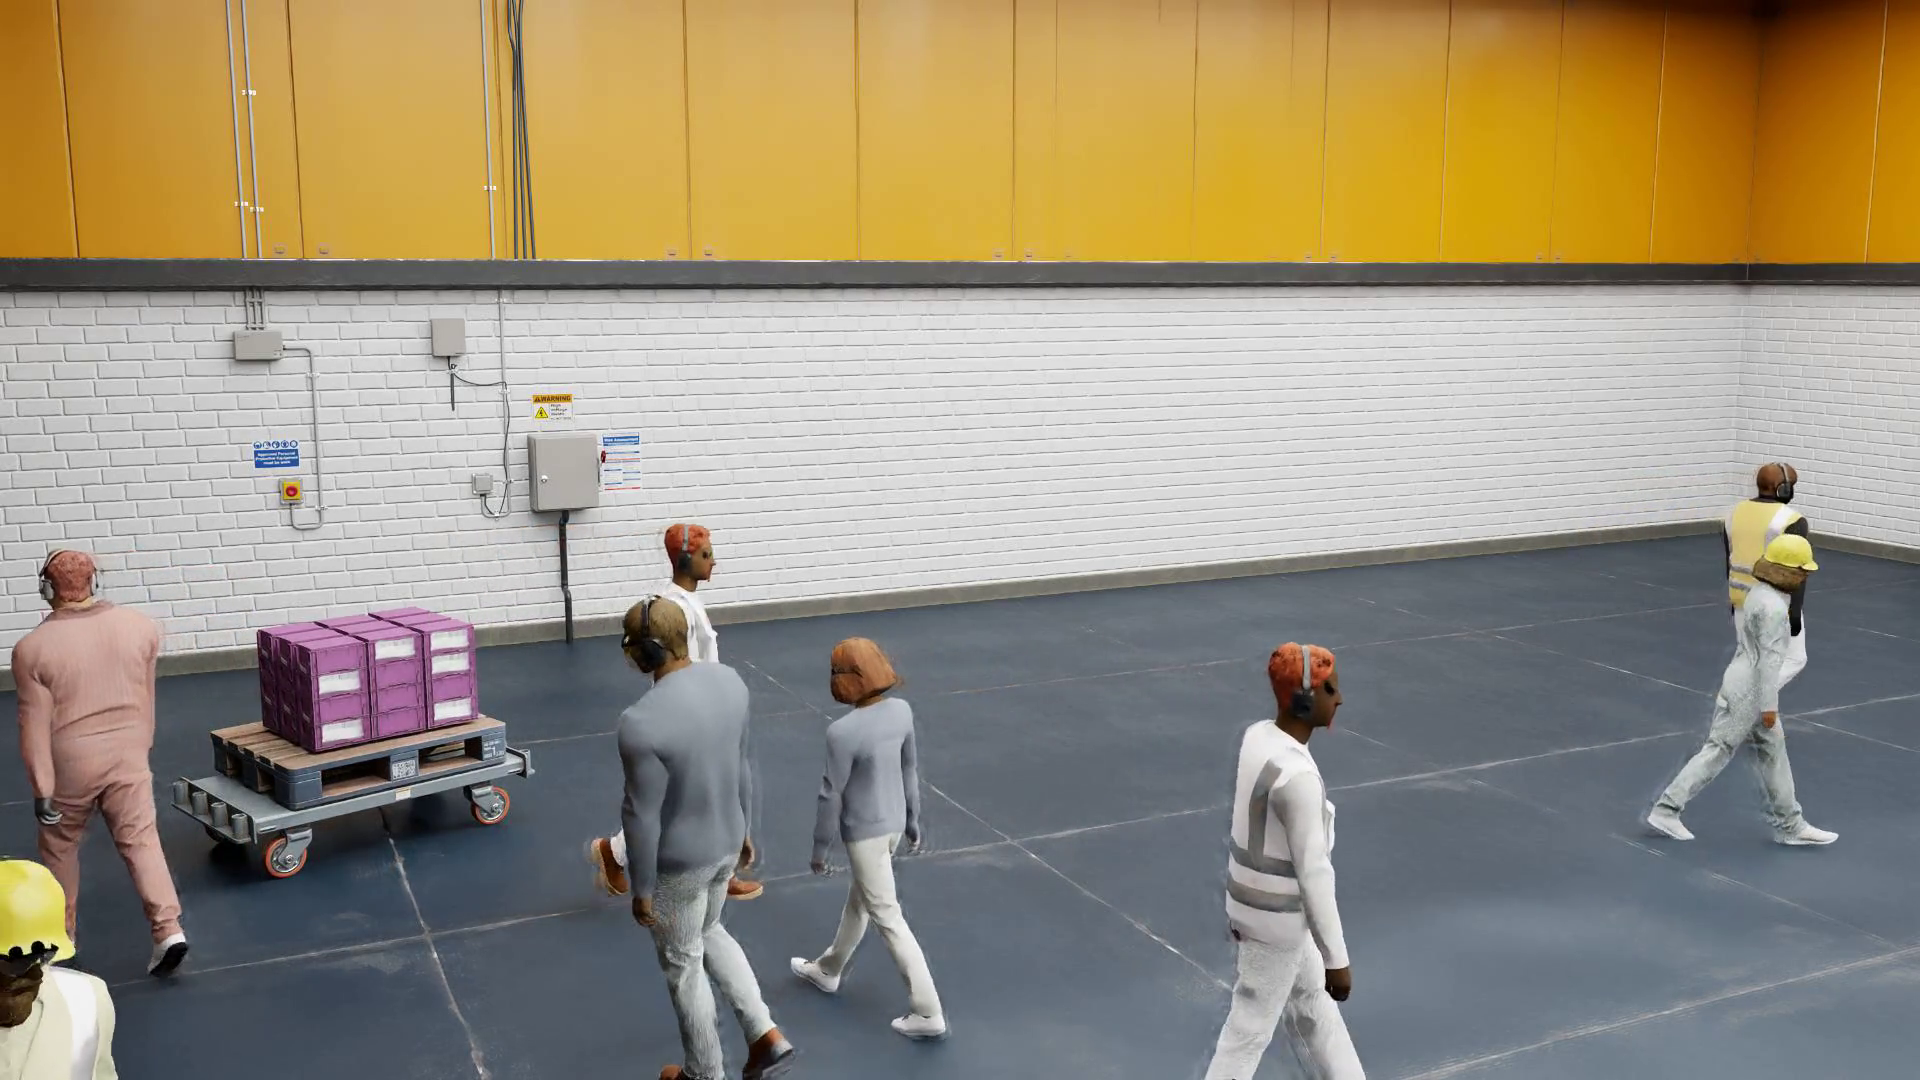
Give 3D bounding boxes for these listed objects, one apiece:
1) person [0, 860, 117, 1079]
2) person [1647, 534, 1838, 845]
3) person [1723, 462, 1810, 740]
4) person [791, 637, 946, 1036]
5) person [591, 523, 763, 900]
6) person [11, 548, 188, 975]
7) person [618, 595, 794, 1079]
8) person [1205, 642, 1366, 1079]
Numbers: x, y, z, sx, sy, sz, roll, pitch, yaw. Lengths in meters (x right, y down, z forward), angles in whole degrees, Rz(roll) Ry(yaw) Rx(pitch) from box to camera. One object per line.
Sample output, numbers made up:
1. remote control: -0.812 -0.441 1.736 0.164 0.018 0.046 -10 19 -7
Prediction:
1. person: -2.198 1.560 3.749 0.597 1.775 0.952 -8 12 -39
2. person: 4.142 0.791 8.765 0.919 1.692 0.523 4 10 23
3. person: 5.170 0.409 10.679 0.445 1.829 0.651 -3 10 -19
4. person: -0.378 1.171 6.705 0.869 1.583 0.506 6 11 34
5. person: -1.352 0.841 7.900 0.729 1.865 0.589 -1 9 -6
6. person: -3.737 0.955 7.216 0.982 1.859 0.626 8 12 40
7. person: -0.948 1.133 5.925 0.481 1.916 0.662 5 11 30
8. person: 1.170 1.248 5.455 0.934 1.834 0.591 0 9 1
